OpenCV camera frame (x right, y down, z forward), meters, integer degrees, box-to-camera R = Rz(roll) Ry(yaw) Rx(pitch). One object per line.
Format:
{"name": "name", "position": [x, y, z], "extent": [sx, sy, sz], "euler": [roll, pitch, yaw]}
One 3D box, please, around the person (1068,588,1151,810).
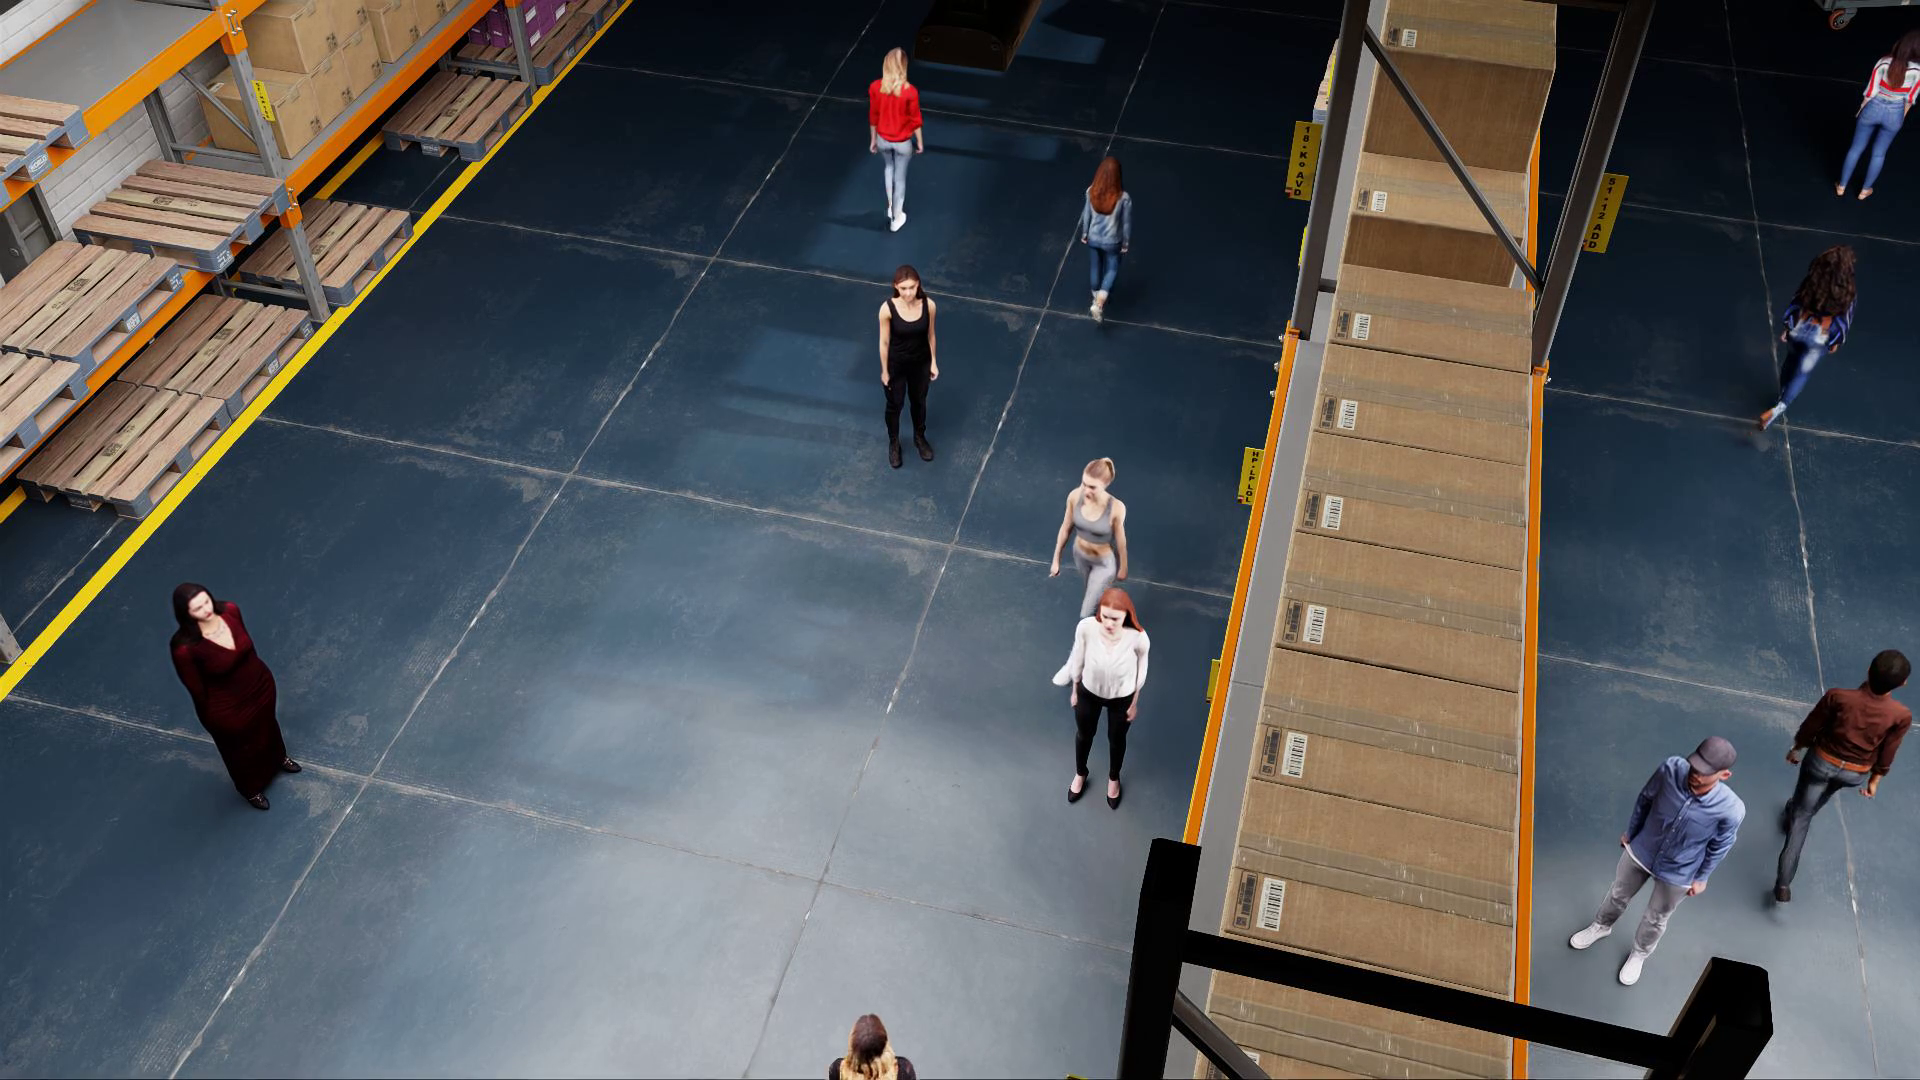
{"name": "person", "position": [0.863, 0.930, 9.831], "extent": [0.590, 1.760, 0.500], "euler": [9, 44, 10]}

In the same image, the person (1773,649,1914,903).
{"name": "person", "position": [4.940, 1.346, 9.406], "extent": [0.743, 1.744, 1.162], "euler": [15, 46, 15]}

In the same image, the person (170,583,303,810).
{"name": "person", "position": [-4.328, 0.896, 9.869], "extent": [0.747, 1.757, 0.573], "euler": [16, 46, 16]}

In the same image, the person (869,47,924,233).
{"name": "person", "position": [-0.592, -3.425, 14.453], "extent": [0.632, 1.690, 0.576], "euler": [12, 45, 12]}

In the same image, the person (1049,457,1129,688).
{"name": "person", "position": [0.913, 0.099, 10.774], "extent": [0.836, 1.663, 1.141], "euler": [25, 49, 24]}

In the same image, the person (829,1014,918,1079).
{"name": "person", "position": [-0.404, 2.862, 7.896], "extent": [0.732, 1.632, 1.112], "euler": [1, 44, 1]}

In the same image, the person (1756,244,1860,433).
{"name": "person", "position": [6.344, -1.490, 12.491], "extent": [0.894, 1.596, 1.101], "euler": [31, 52, 28]}

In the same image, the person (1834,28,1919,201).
{"name": "person", "position": [8.280, -3.826, 14.930], "extent": [0.634, 1.614, 0.587], "euler": [21, 48, 21]}

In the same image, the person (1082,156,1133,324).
{"name": "person", "position": [1.162, -2.422, 13.565], "extent": [0.622, 1.463, 0.805], "euler": [15, 46, 15]}

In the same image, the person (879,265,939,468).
{"name": "person", "position": [-0.384, -1.294, 12.217], "extent": [0.681, 1.689, 0.706], "euler": [-11, 45, -11]}

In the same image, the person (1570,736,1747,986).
{"name": "person", "position": [3.792, 1.695, 8.936], "extent": [0.744, 1.887, 0.738], "euler": [-32, 52, -29]}
